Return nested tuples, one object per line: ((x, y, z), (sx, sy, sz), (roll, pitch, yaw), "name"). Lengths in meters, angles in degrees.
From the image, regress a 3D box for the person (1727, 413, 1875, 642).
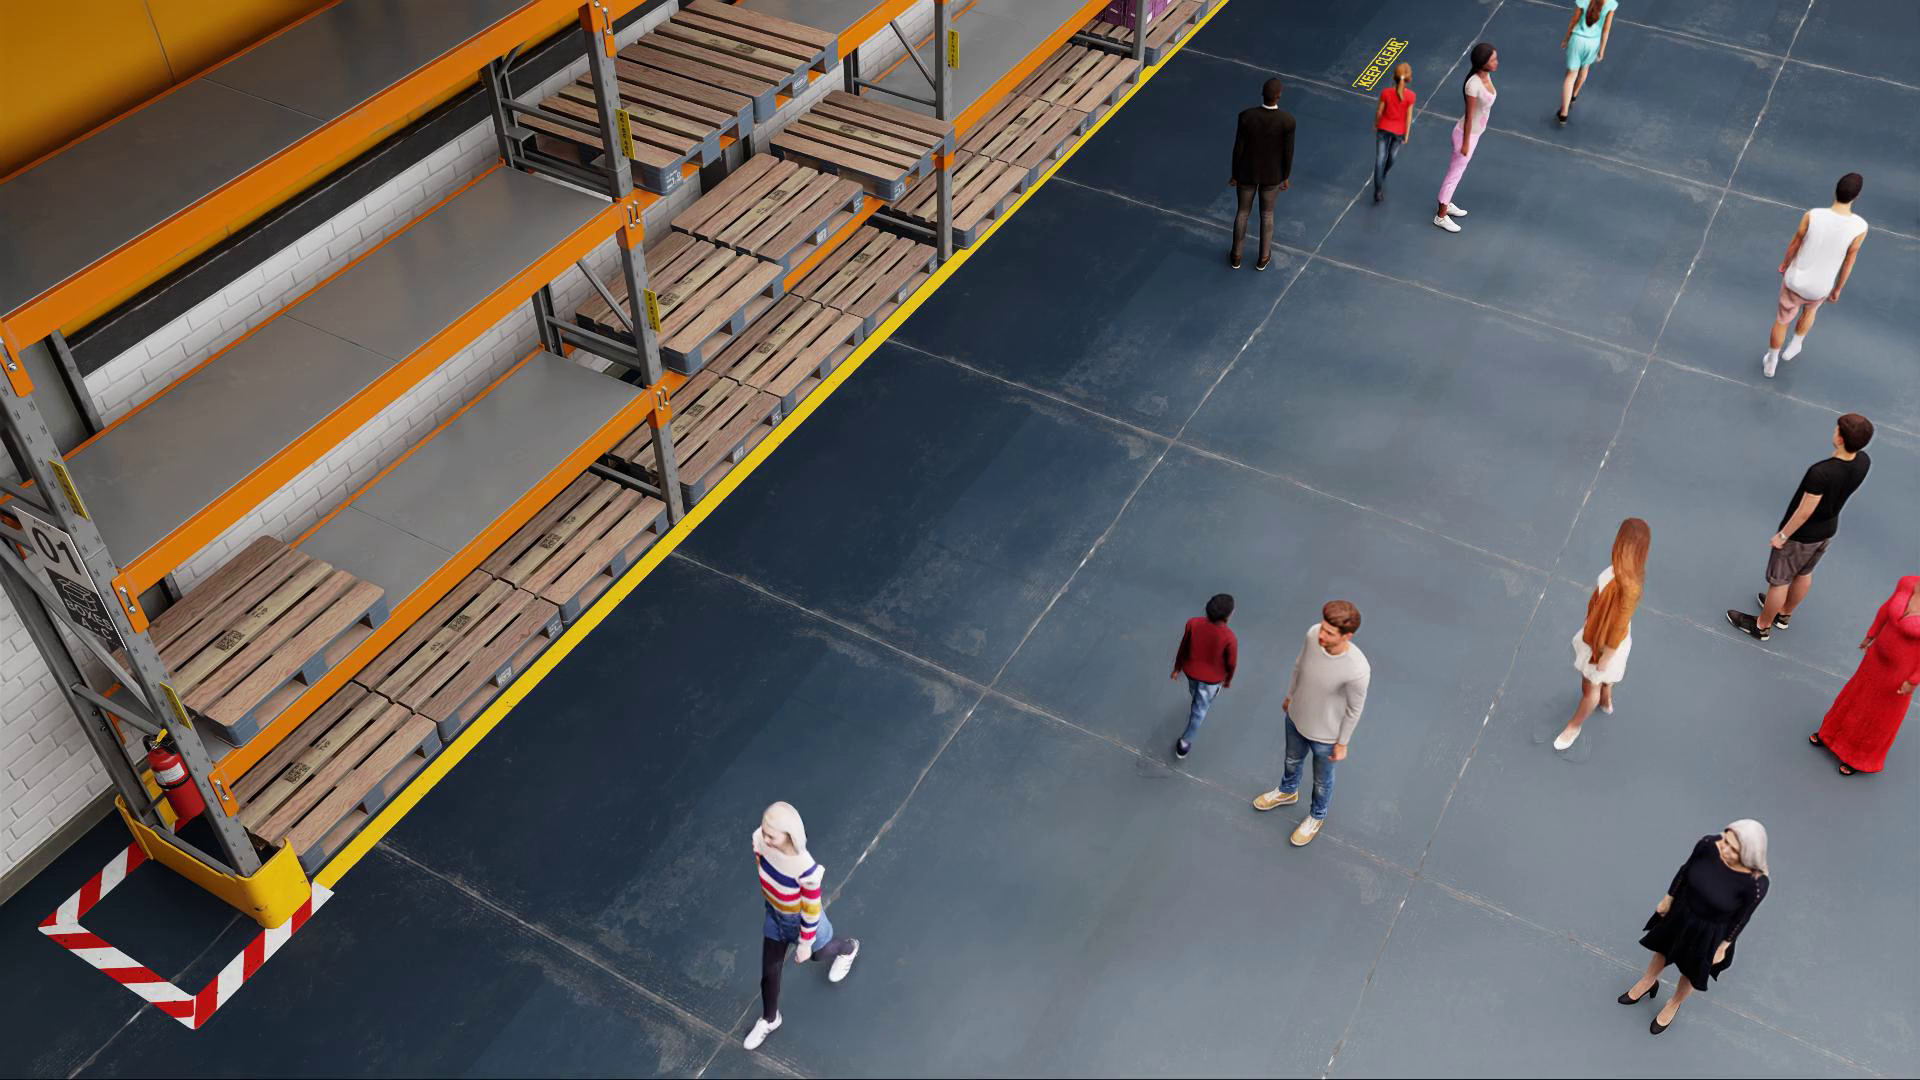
((5.636, -0.080, 11.043), (0.710, 1.861, 0.834), (-21, 47, -20), "person")

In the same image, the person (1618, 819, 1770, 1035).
((3.935, 2.060, 8.880), (0.712, 1.746, 0.697), (-24, 48, -23), "person")

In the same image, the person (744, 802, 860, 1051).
((-0.820, 1.979, 8.946), (0.706, 1.772, 1.122), (26, 49, 24), "person")

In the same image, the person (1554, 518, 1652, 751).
((4.065, 0.641, 10.415), (0.908, 1.683, 0.697), (1, 44, 1), "person")

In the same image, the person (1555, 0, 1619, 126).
((6.093, -4.814, 16.256), (0.749, 1.525, 1.048), (10, 44, 10), "person")

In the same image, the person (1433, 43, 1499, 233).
((4.520, -3.613, 14.839), (0.646, 1.740, 0.461), (19, 47, 19), "person")

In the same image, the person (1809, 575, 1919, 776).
((5.753, 0.757, 10.221), (0.776, 1.784, 0.725), (-13, 45, -14), "person")

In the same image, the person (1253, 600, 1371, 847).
((2.119, 1.053, 9.822), (0.729, 1.904, 0.752), (-26, 49, -24), "person")

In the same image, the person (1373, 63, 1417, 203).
((3.956, -3.727, 15.290), (0.630, 1.284, 0.939), (11, 45, 11), "person")

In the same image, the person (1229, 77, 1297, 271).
((2.580, -3.143, 14.302), (0.729, 1.800, 0.671), (7, 44, 8), "person")

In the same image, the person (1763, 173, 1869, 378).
((6.711, -2.034, 13.160), (0.680, 1.770, 0.785), (16, 46, 16), "person")

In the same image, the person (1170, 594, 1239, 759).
((1.503, 0.869, 10.510), (0.535, 1.221, 0.851), (21, 47, 20), "person")
